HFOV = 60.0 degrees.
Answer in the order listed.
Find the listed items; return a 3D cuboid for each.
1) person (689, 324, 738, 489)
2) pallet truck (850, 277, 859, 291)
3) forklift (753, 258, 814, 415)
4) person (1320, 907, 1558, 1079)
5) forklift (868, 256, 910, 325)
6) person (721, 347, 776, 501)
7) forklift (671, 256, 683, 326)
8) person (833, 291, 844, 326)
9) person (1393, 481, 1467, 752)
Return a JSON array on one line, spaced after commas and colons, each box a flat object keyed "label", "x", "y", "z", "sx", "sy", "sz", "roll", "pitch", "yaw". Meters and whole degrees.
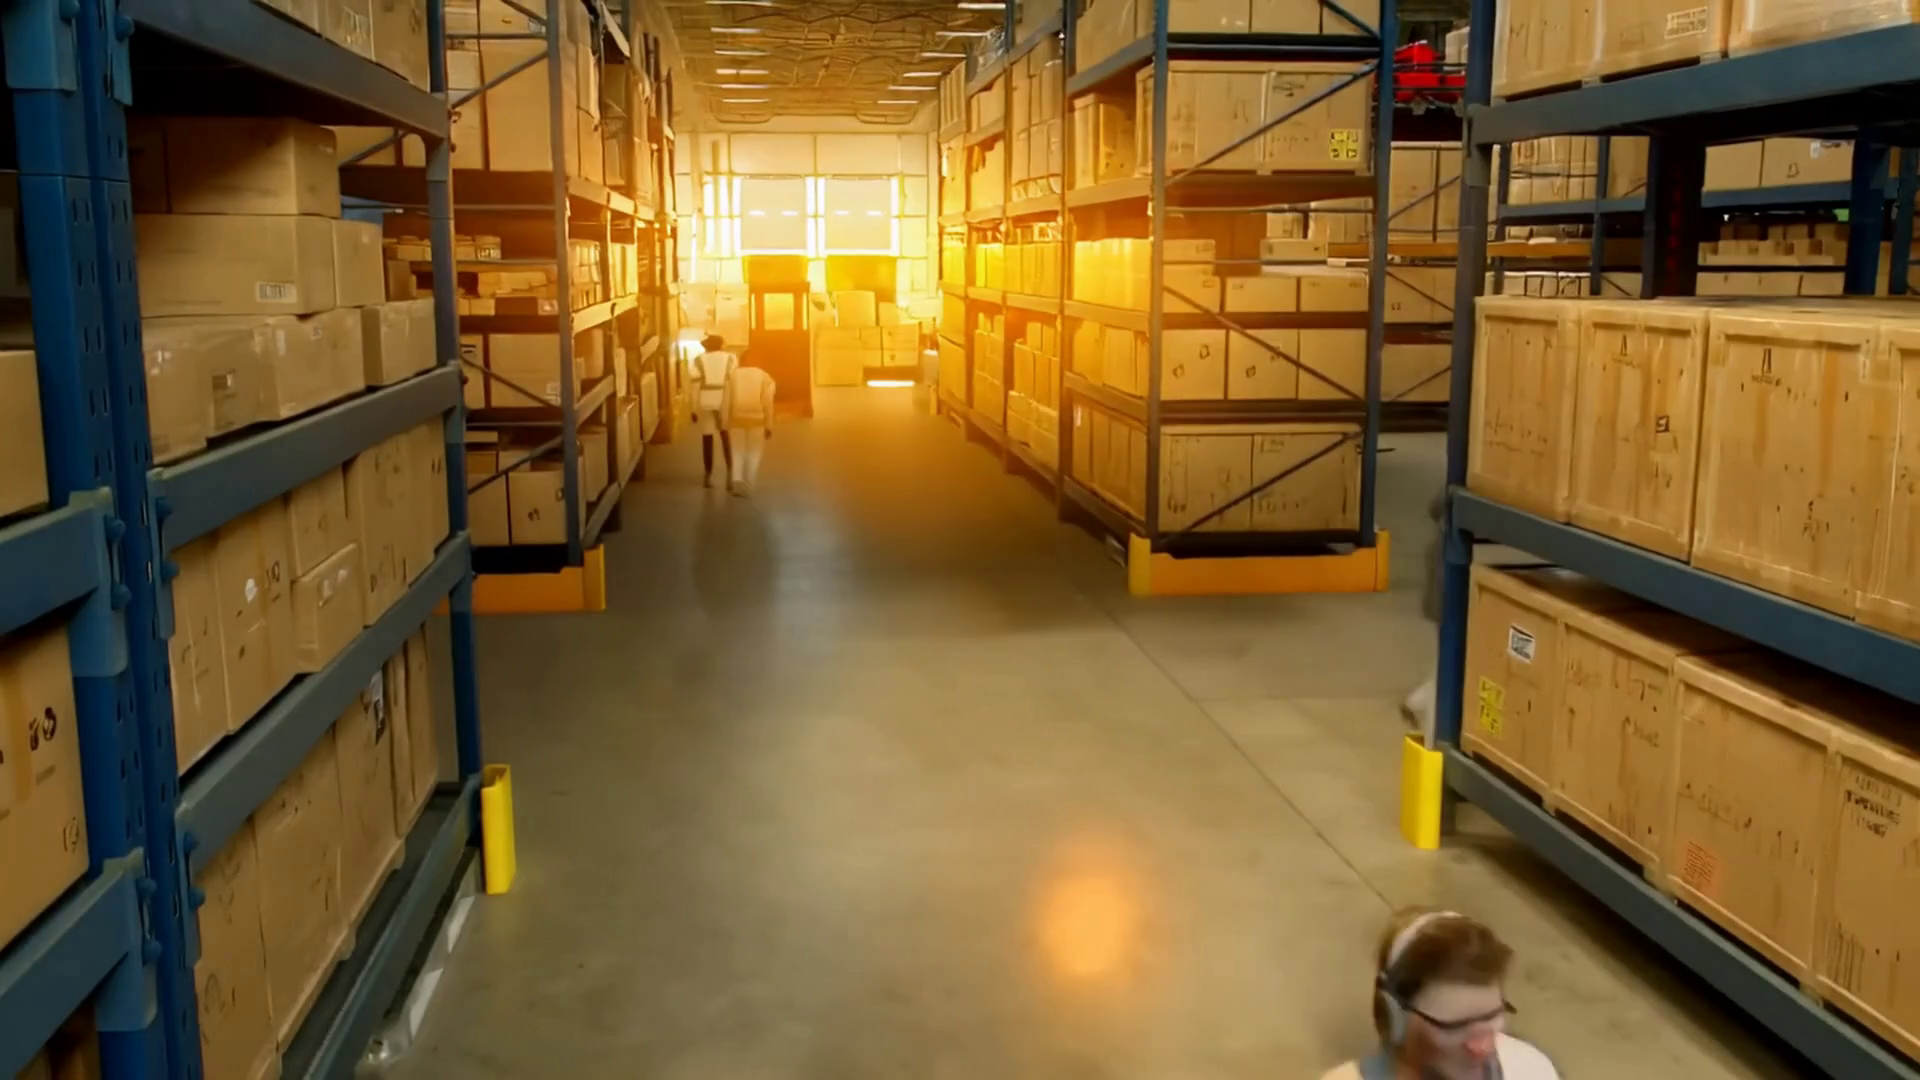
[{"label": "person", "x": -3.044, "y": -1.651, "z": 20.614, "sx": 0.609, "sy": 2.044, "sz": 0.397, "roll": -3, "pitch": 10, "yaw": -16}, {"label": "pallet truck", "x": -3.782, "y": -9.391, "z": 65.808, "sx": 1.885, "sy": 1.965, "sz": 0.823, "roll": 2, "pitch": 10, "yaw": 10}, {"label": "forklift", "x": -3.277, "y": -3.722, "z": 30.233, "sx": 1.129, "sy": 2.768, "sz": 1.873, "roll": -1, "pitch": 10, "yaw": -7}, {"label": "person", "x": 0.780, "y": 1.494, "z": 2.922, "sx": 0.586, "sy": 1.826, "sz": 0.475, "roll": -5, "pitch": 11, "yaw": -26}, {"label": "forklift", "x": -2.547, "y": -7.926, "z": 54.709, "sx": 1.129, "sy": 2.768, "sz": 1.873, "roll": -6, "pitch": 12, "yaw": -33}, {"label": "person", "x": -2.479, "y": -1.347, "z": 19.541, "sx": 0.667, "sy": 1.813, "sz": 0.511, "roll": -1, "pitch": 10, "yaw": -5}, {"label": "forklift", "x": -11.354, "y": -9.571, "z": 64.286, "sx": 1.129, "sy": 2.768, "sz": 1.873, "roll": -1, "pitch": 10, "yaw": -7}, {"label": "person", "x": -3.187, "y": -5.856, "z": 45.483, "sx": 0.592, "sy": 1.915, "sz": 0.391, "roll": -5, "pitch": 11, "yaw": -25}, {"label": "person", "x": 2.786, "y": 0.451, "z": 9.597, "sx": 0.397, "sy": 1.617, "sz": 0.523, "roll": 4, "pitch": 11, "yaw": 22}]
